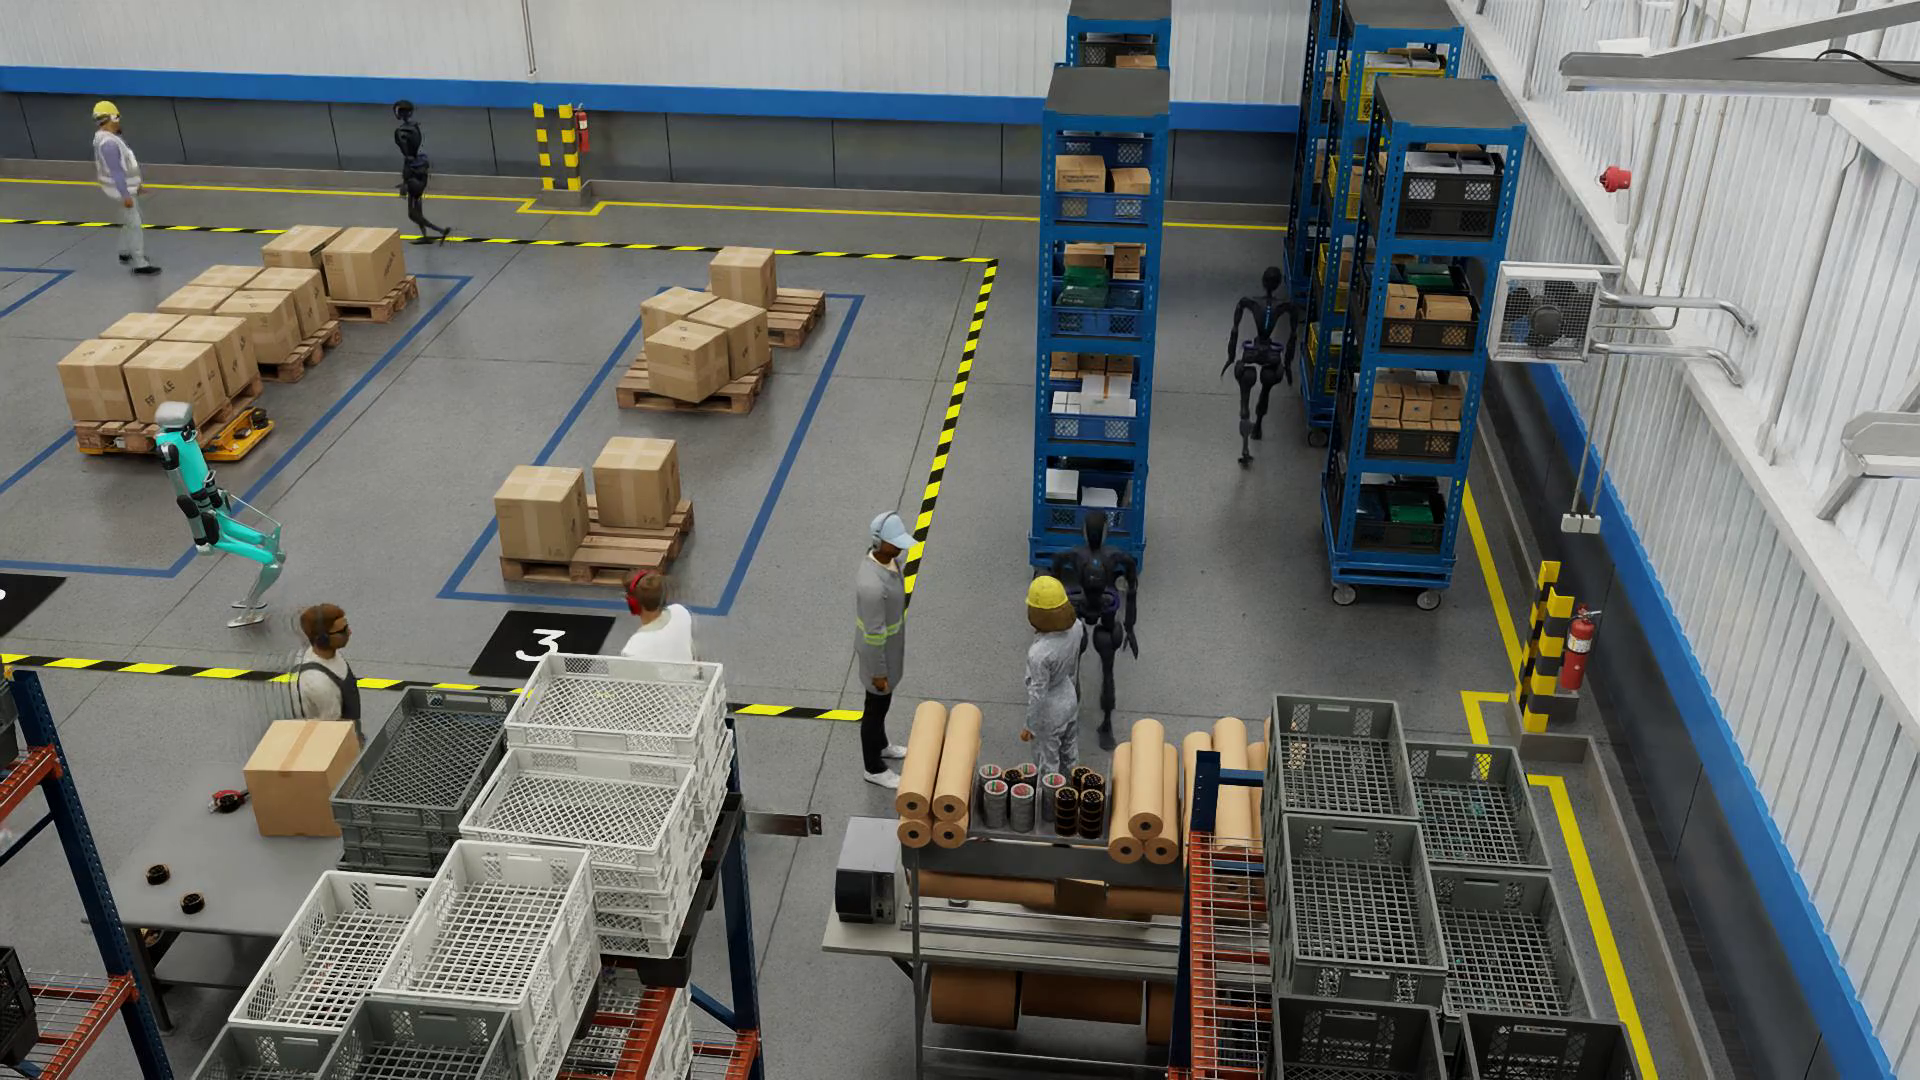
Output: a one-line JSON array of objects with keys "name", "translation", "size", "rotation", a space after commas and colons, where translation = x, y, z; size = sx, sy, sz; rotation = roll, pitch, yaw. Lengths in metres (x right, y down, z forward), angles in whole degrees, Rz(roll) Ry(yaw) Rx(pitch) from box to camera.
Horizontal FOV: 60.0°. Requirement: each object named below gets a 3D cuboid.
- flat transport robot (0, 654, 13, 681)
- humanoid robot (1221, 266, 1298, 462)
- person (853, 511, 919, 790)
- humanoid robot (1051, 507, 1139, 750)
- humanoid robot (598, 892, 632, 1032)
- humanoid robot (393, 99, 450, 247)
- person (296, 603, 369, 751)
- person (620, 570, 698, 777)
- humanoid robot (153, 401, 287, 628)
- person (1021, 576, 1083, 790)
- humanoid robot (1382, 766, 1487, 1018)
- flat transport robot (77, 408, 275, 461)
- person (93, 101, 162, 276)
[{"name": "flat transport robot", "translation": [-7.142, 0.969, 11.010], "size": [1.431, 0.231, 0.659], "rotation": [3, 30, 6]}, {"name": "humanoid robot", "translation": [2.496, -1.470, 13.866], "size": [0.604, 1.638, 0.823], "rotation": [2, 30, 4]}, {"name": "person", "translation": [-0.434, 0.640, 10.005], "size": [0.404, 1.848, 0.589], "rotation": [3, 30, 5]}, {"name": "humanoid robot", "translation": [0.821, 0.540, 10.340], "size": [0.590, 1.649, 0.346], "rotation": [0, 30, 0]}, {"name": "humanoid robot", "translation": [-1.737, 2.097, 7.693], "size": [0.603, 1.635, 0.722], "rotation": [25, 38, 36]}, {"name": "humanoid robot", "translation": [-5.890, -4.003, 18.151], "size": [0.497, 1.636, 0.599], "rotation": [-2, 30, -4]}, {"name": "person", "translation": [-3.357, 1.134, 9.208], "size": [0.977, 1.791, 0.514], "rotation": [-4, 30, -7]}, {"name": "person", "translation": [-1.710, 0.986, 9.423], "size": [0.460, 1.829, 0.574], "rotation": [10, 32, 16]}, {"name": "humanoid robot", "translation": [-4.971, -0.183, 11.391], "size": [0.735, 1.681, 0.533], "rotation": [-4, 30, -7]}, {"name": "person", "translation": [0.501, 0.965, 9.557], "size": [0.306, 1.735, 0.484], "rotation": [18, 35, 28]}, {"name": "humanoid robot", "translation": [2.310, 1.978, 7.859], "size": [0.530, 1.771, 1.002], "rotation": [-3, 30, -5]}, {"name": "flat transport robot", "translation": [-6.728, -0.944, 14.268], "size": [1.431, 0.197, 0.652], "rotation": [3, 30, 6]}, {"name": "person", "translation": [-8.815, -3.690, 17.509], "size": [0.412, 1.786, 0.657], "rotation": [-13, 33, -21]}]
